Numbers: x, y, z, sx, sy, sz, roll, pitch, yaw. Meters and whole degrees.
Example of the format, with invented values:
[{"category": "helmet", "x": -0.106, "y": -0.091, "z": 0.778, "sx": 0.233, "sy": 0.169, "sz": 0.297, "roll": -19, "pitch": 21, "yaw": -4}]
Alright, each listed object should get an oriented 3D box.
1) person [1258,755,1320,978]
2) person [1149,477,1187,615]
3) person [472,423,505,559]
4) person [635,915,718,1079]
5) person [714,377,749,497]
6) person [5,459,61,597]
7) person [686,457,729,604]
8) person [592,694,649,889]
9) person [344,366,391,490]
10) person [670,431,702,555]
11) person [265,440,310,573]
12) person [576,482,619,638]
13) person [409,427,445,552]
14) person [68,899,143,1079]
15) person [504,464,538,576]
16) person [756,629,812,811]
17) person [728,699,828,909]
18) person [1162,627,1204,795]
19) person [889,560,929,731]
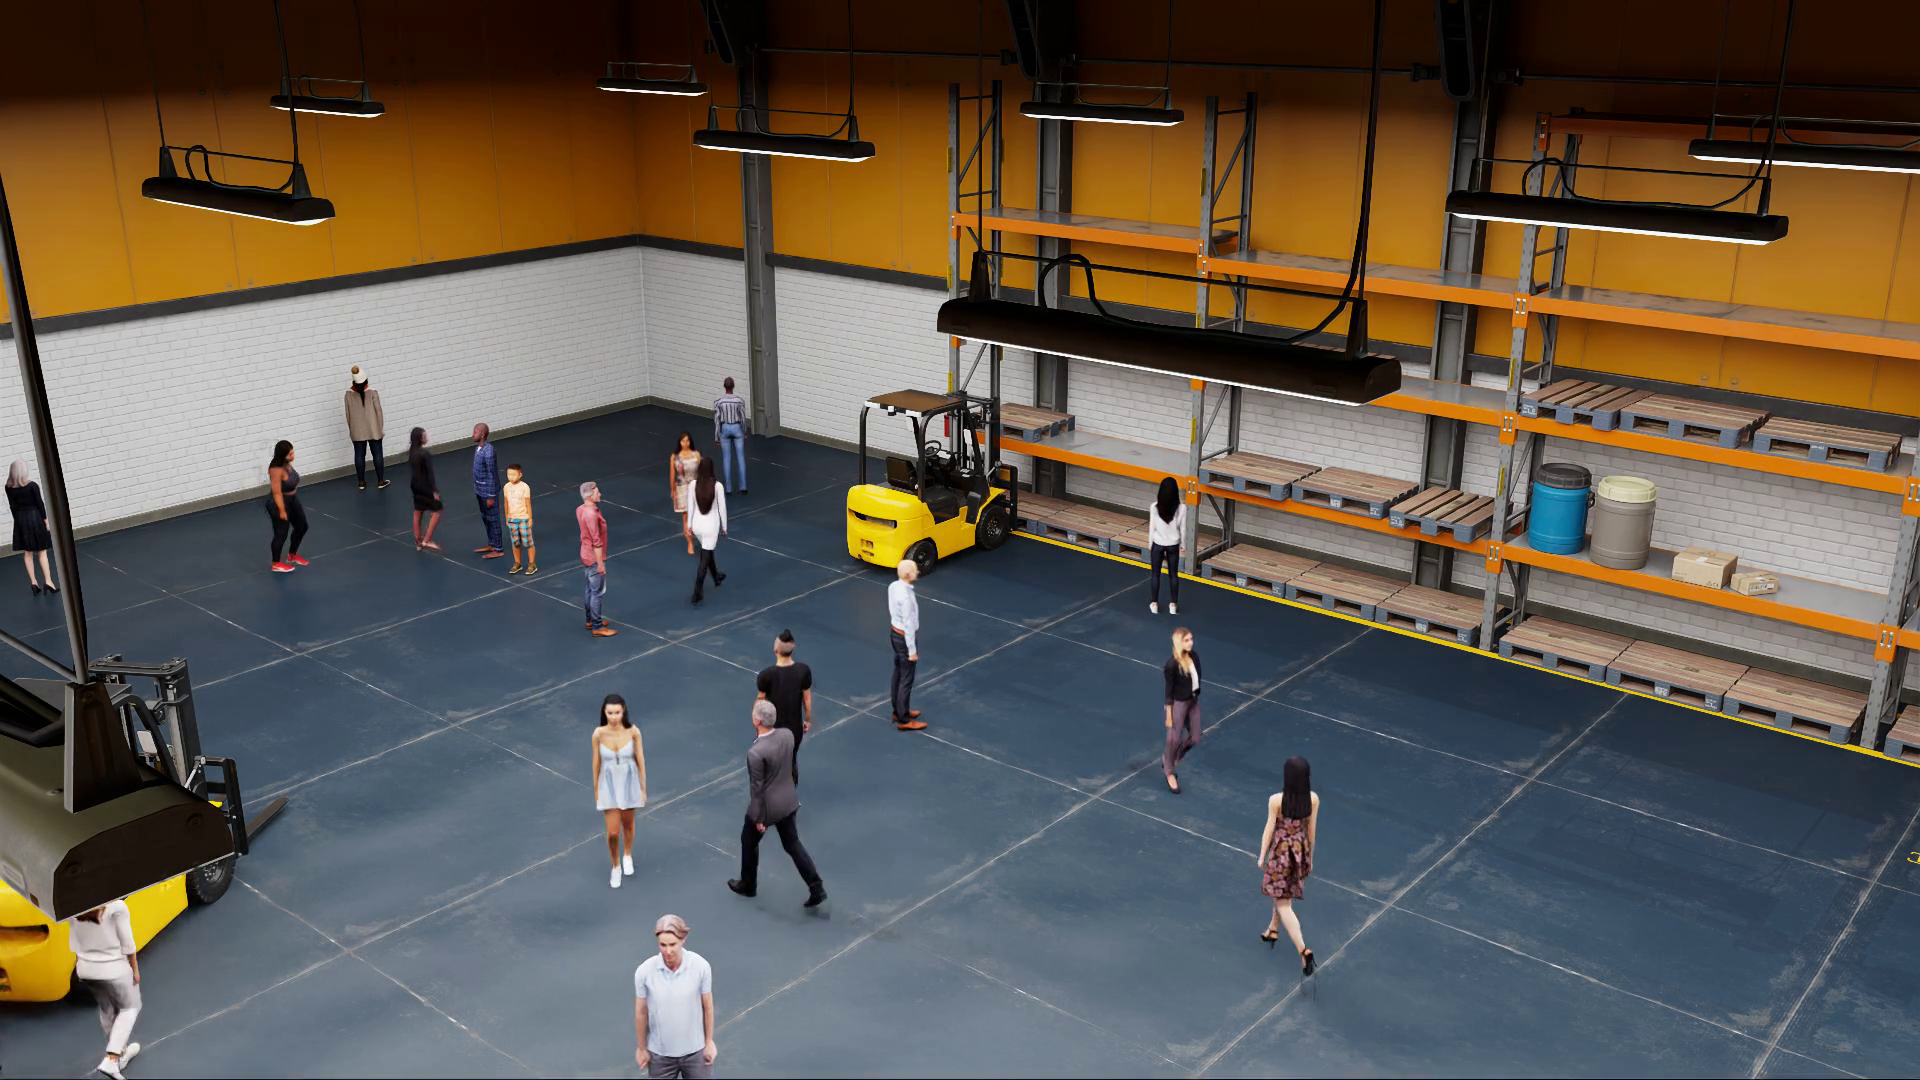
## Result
[{"category": "person", "x": 2.530, "y": 2.507, "z": 12.678, "sx": 0.988, "sy": 1.744, "sz": 1.201, "roll": -7, "pitch": 20, "yaw": -19}, {"category": "person", "x": 2.475, "y": 0.057, "z": 20.022, "sx": 0.677, "sy": 1.700, "sz": 0.748, "roll": 0, "pitch": 19, "yaw": -1}, {"category": "person", "x": -6.260, "y": -0.673, "z": 22.003, "sx": 0.781, "sy": 1.819, "sz": 0.624, "roll": -12, "pitch": 22, "yaw": -33}, {"category": "person", "x": -1.782, "y": 3.185, "z": 10.530, "sx": 0.736, "sy": 1.831, "sz": 0.778, "roll": -3, "pitch": 19, "yaw": -8}, {"category": "person", "x": -3.373, "y": -1.528, "z": 24.584, "sx": 0.707, "sy": 1.794, "sz": 0.753, "roll": -3, "pitch": 19, "yaw": -9}, {"category": "person", "x": -11.510, "y": -0.166, "z": 20.612, "sx": 0.689, "sy": 1.747, "sz": 0.756, "roll": -1, "pitch": 19, "yaw": -2}, {"category": "person", "x": -3.152, "y": -0.080, "z": 20.363, "sx": 1.191, "sy": 1.742, "sz": 0.985, "roll": 5, "pitch": 19, "yaw": 15}, {"category": "person", "x": -2.880, "y": 2.052, "z": 14.086, "sx": 0.759, "sy": 1.709, "sz": 0.835, "roll": -6, "pitch": 20, "yaw": -18}, {"category": "person", "x": -8.931, "y": -1.707, "z": 24.961, "sx": 0.819, "sy": 1.891, "sz": 0.877, "roll": -2, "pitch": 19, "yaw": -5}, {"category": "person", "x": -3.653, "y": -0.685, "z": 22.357, "sx": 1.015, "sy": 1.617, "sz": 1.173, "roll": -5, "pitch": 19, "yaw": -15}, {"category": "person", "x": -8.758, "y": -0.437, "z": 21.379, "sx": 0.953, "sy": 1.772, "sz": 0.895, "roll": -1, "pitch": 19, "yaw": -4}, {"category": "person", "x": -4.274, "y": 0.202, "z": 19.386, "sx": 0.821, "sy": 1.831, "sz": 0.655, "roll": -9, "pitch": 20, "yaw": -24}, {"category": "person", "x": -7.166, "y": -0.664, "z": 22.141, "sx": 0.486, "sy": 1.714, "sz": 0.790, "roll": 12, "pitch": 22, "yaw": 31}, {"category": "person", "x": -5.882, "y": 2.973, "z": 11.404, "sx": 0.908, "sy": 1.675, "sz": 0.947, "roll": 0, "pitch": 19, "yaw": -1}, {"category": "person", "x": -5.664, "y": -0.282, "z": 21.407, "sx": 0.565, "sy": 1.459, "sz": 0.654, "roll": 3, "pitch": 19, "yaw": 8}, {"category": "person", "x": -1.557, "y": 1.681, "z": 14.948, "sx": 0.847, "sy": 1.860, "sz": 0.917, "roll": -11, "pitch": 21, "yaw": -29}, {"category": "person", "x": -1.458, "y": 2.182, "z": 13.551, "sx": 1.207, "sy": 1.804, "sz": 0.751, "roll": 13, "pitch": 23, "yaw": 34}, {"category": "person", "x": 2.001, "y": 1.576, "z": 15.568, "sx": 0.632, "sy": 1.665, "sz": 0.642, "roll": -18, "pitch": 25, "yaw": -42}, {"category": "person", "x": -0.567, "y": 1.048, "z": 16.940, "sx": 0.791, "sy": 1.789, "sz": 0.690, "roll": -6, "pitch": 19, "yaw": -16}]
